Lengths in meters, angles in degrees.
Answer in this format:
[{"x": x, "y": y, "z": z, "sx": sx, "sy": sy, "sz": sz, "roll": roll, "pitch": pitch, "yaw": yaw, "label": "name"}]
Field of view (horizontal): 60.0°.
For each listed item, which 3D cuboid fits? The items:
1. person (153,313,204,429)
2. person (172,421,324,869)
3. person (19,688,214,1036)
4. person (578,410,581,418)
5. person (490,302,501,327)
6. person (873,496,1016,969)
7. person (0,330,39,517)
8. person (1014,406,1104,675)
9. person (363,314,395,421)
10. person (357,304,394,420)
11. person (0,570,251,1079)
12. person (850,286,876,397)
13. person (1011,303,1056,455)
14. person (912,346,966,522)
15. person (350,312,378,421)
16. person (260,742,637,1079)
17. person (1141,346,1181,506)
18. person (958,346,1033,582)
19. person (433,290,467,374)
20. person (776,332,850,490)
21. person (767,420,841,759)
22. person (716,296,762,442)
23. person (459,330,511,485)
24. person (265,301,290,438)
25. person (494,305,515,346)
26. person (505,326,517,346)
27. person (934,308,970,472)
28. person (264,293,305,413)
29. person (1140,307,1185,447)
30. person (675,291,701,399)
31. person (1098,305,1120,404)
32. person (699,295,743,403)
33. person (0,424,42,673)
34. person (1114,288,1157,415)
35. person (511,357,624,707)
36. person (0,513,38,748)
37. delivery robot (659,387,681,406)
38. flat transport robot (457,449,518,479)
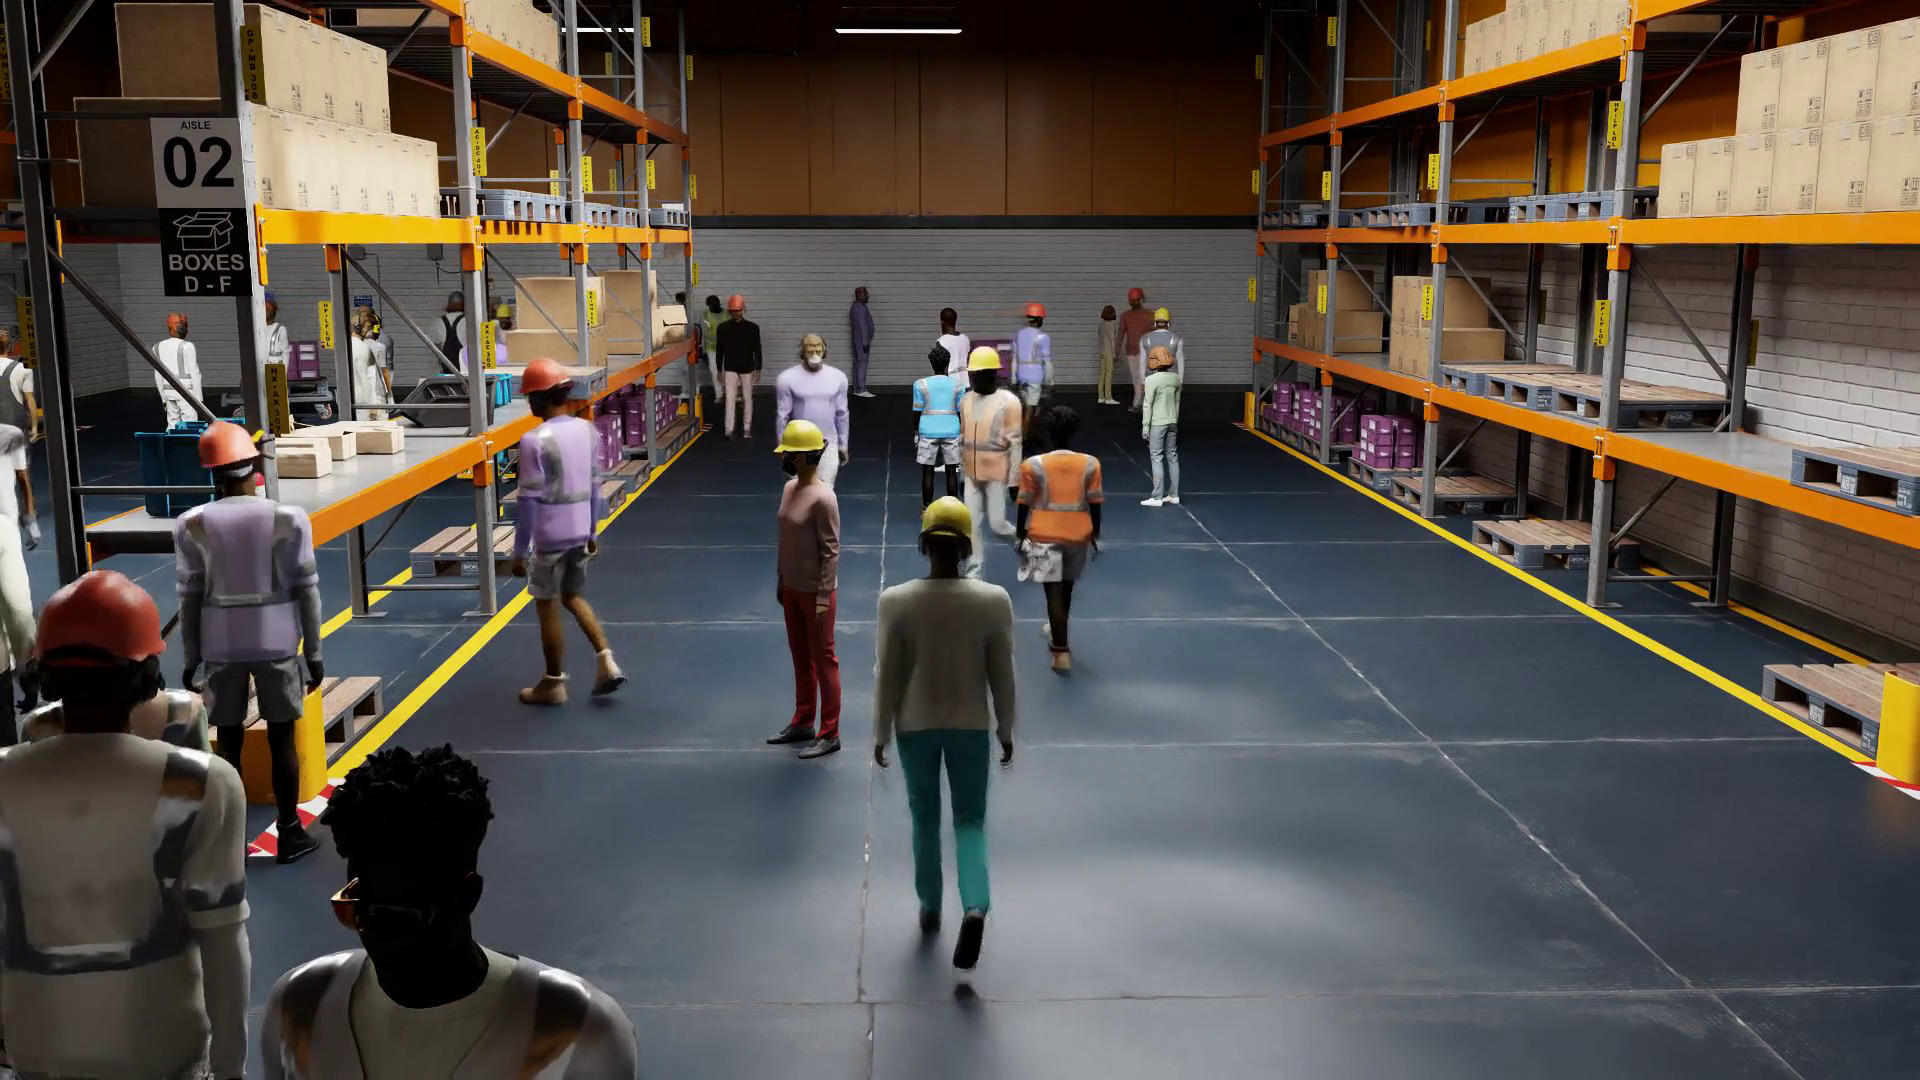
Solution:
[{"x": -8.738, "y": -1.597, "z": 18.672, "sx": 0.573, "sy": 1.887, "sz": 0.354, "roll": 3, "pitch": 11, "yaw": 18, "label": "person"}, {"x": -3.034, "y": 0.461, "z": 7.124, "sx": 0.582, "sy": 1.923, "sz": 0.359, "roll": -3, "pitch": 11, "yaw": -17, "label": "person"}, {"x": -2.452, "y": 0.997, "z": 4.919, "sx": 0.522, "sy": 1.636, "sz": 0.310, "roll": -7, "pitch": 12, "yaw": -32, "label": "person"}, {"x": -5.651, "y": -2.724, "z": 24.956, "sx": 0.594, "sy": 1.894, "sz": 0.882, "roll": 1, "pitch": 10, "yaw": 6, "label": "person"}, {"x": -6.647, "y": -2.502, "z": 23.900, "sx": 0.644, "sy": 1.819, "sz": 0.459, "roll": 3, "pitch": 11, "yaw": 17, "label": "person"}, {"x": -0.056, "y": 0.715, "z": 6.239, "sx": 0.537, "sy": 1.731, "sz": 0.739, "roll": 0, "pitch": 10, "yaw": -1, "label": "person"}, {"x": -9.183, "y": -1.099, "z": 16.051, "sx": 0.504, "sy": 1.840, "sz": 0.345, "roll": -5, "pitch": 11, "yaw": -24, "label": "person"}, {"x": 0.610, "y": -0.026, "z": 10.560, "sx": 0.549, "sy": 1.642, "sz": 0.858, "roll": -2, "pitch": 10, "yaw": -13, "label": "person"}, {"x": -6.659, "y": -1.634, "z": 18.949, "sx": 0.512, "sy": 1.865, "sz": 0.329, "roll": 4, "pitch": 11, "yaw": 21, "label": "person"}, {"x": -7.034, "y": -1.829, "z": 19.824, "sx": 0.631, "sy": 1.940, "sz": 0.372, "roll": 3, "pitch": 11, "yaw": 18, "label": "person"}, {"x": -1.848, "y": 1.064, "z": 3.615, "sx": 0.619, "sy": 1.991, "sz": 1.062, "roll": -3, "pitch": 11, "yaw": -15, "label": "person"}, {"x": -1.684, "y": -3.432, "z": 28.830, "sx": 0.410, "sy": 1.913, "sz": 0.641, "roll": -3, "pitch": 11, "yaw": -17, "label": "person"}, {"x": 0.978, "y": -2.051, "z": 21.148, "sx": 0.571, "sy": 1.900, "sz": 0.845, "roll": 9, "pitch": 13, "yaw": 40, "label": "person"}, {"x": -0.192, "y": -1.002, "z": 15.908, "sx": 0.530, "sy": 1.688, "sz": 0.323, "roll": -2, "pitch": 10, "yaw": -11, "label": "person"}, {"x": -6.374, "y": -1.446, "z": 17.699, "sx": 0.373, "sy": 1.936, "sz": 0.627, "roll": -9, "pitch": 14, "yaw": -41, "label": "person"}, {"x": -0.779, "y": 1.259, "z": 2.540, "sx": 0.603, "sy": 1.966, "sz": 0.368, "roll": 1, "pitch": 10, "yaw": 7, "label": "person"}, {"x": 2.051, "y": -1.158, "z": 16.967, "sx": 0.498, "sy": 1.626, "sz": 0.288, "roll": -9, "pitch": 13, "yaw": -41, "label": "person"}, {"x": 0.251, "y": -0.527, "z": 12.674, "sx": 0.588, "sy": 1.906, "sz": 0.728, "roll": 9, "pitch": 13, "yaw": 40, "label": "person"}, {"x": -6.878, "y": -2.442, "z": 22.951, "sx": 0.699, "sy": 2.000, "sz": 0.542, "roll": 2, "pitch": 10, "yaw": 12, "label": "person"}, {"x": -1.259, "y": -0.813, "z": 14.217, "sx": 0.632, "sy": 1.926, "sz": 0.561, "roll": -4, "pitch": 11, "yaw": -19, "label": "person"}, {"x": -0.812, "y": 0.252, "z": 8.710, "sx": 0.309, "sy": 1.769, "sz": 0.525, "roll": -7, "pitch": 12, "yaw": -34, "label": "person"}, {"x": -2.987, "y": -2.302, "z": 22.431, "sx": 0.640, "sy": 1.945, "sz": 0.930, "roll": 0, "pitch": 10, "yaw": -2, "label": "person"}, {"x": -5.243, "y": -1.530, "z": 18.445, "sx": 0.560, "sy": 1.836, "sz": 0.380, "roll": -3, "pitch": 11, "yaw": -18, "label": "person"}, {"x": -9.322, "y": -2.288, "z": 22.531, "sx": 0.574, "sy": 1.885, "sz": 0.356, "roll": 5, "pitch": 11, "yaw": 27, "label": "person"}, {"x": -6.370, "y": -2.368, "z": 23.233, "sx": 0.605, "sy": 1.807, "sz": 0.720, "roll": 2, "pitch": 10, "yaw": 11, "label": "person"}, {"x": -5.727, "y": -2.196, "z": 22.124, "sx": 0.665, "sy": 1.849, "sz": 1.011, "roll": 0, "pitch": 10, "yaw": -2, "label": "person"}, {"x": -0.084, "y": -1.747, "z": 19.426, "sx": 0.386, "sy": 1.916, "sz": 0.590, "roll": 6, "pitch": 12, "yaw": 32, "label": "person"}, {"x": -10.791, "y": -2.914, "z": 26.005, "sx": 1.016, "sy": 1.895, "sz": 0.644, "roll": -1, "pitch": 10, "yaw": -3, "label": "person"}, {"x": 2.636, "y": -2.109, "z": 21.669, "sx": 0.590, "sy": 1.835, "sz": 0.404, "roll": 3, "pitch": 11, "yaw": 14, "label": "person"}, {"x": -4.665, "y": -3.301, "z": 28.288, "sx": 0.648, "sy": 1.844, "sz": 0.471, "roll": 8, "pitch": 13, "yaw": 37, "label": "person"}, {"x": 2.460, "y": -3.068, "z": 27.567, "sx": 0.280, "sy": 1.636, "sz": 0.504, "roll": -5, "pitch": 11, "yaw": -24, "label": "person"}, {"x": -3.968, "y": -3.170, "z": 27.695, "sx": 0.745, "sy": 1.802, "sz": 0.543, "roll": -2, "pitch": 10, "yaw": -13, "label": "person"}, {"x": -6.073, "y": -0.075, "z": 10.345, "sx": 0.537, "sy": 1.832, "sz": 0.806, "roll": -3, "pitch": 10, "yaw": -14, "label": "person"}, {"x": 2.699, "y": -2.916, "z": 25.812, "sx": 0.651, "sy": 1.952, "sz": 0.942, "roll": 6, "pitch": 12, "yaw": 29, "label": "person"}, {"x": -2.309, "y": -0.029, "z": 9.513, "sx": 0.535, "sy": 2.030, "sz": 0.630, "roll": 5, "pitch": 11, "yaw": 25, "label": "person"}, {"x": -3.991, "y": 0.517, "z": 6.592, "sx": 0.614, "sy": 1.993, "sz": 0.395, "roll": -3, "pitch": 11, "yaw": -18, "label": "person"}, {"x": -4.350, "y": -1.988, "z": 24.299, "sx": 0.477, "sy": 0.478, "sz": 0.707, "roll": 2, "pitch": 10, "yaw": 13, "label": "delivery robot"}, {"x": -5.333, "y": -0.894, "z": 19.256, "sx": 0.652, "sy": 0.197, "sz": 1.431, "roll": -1, "pitch": 10, "yaw": -3, "label": "flat transport robot"}]
